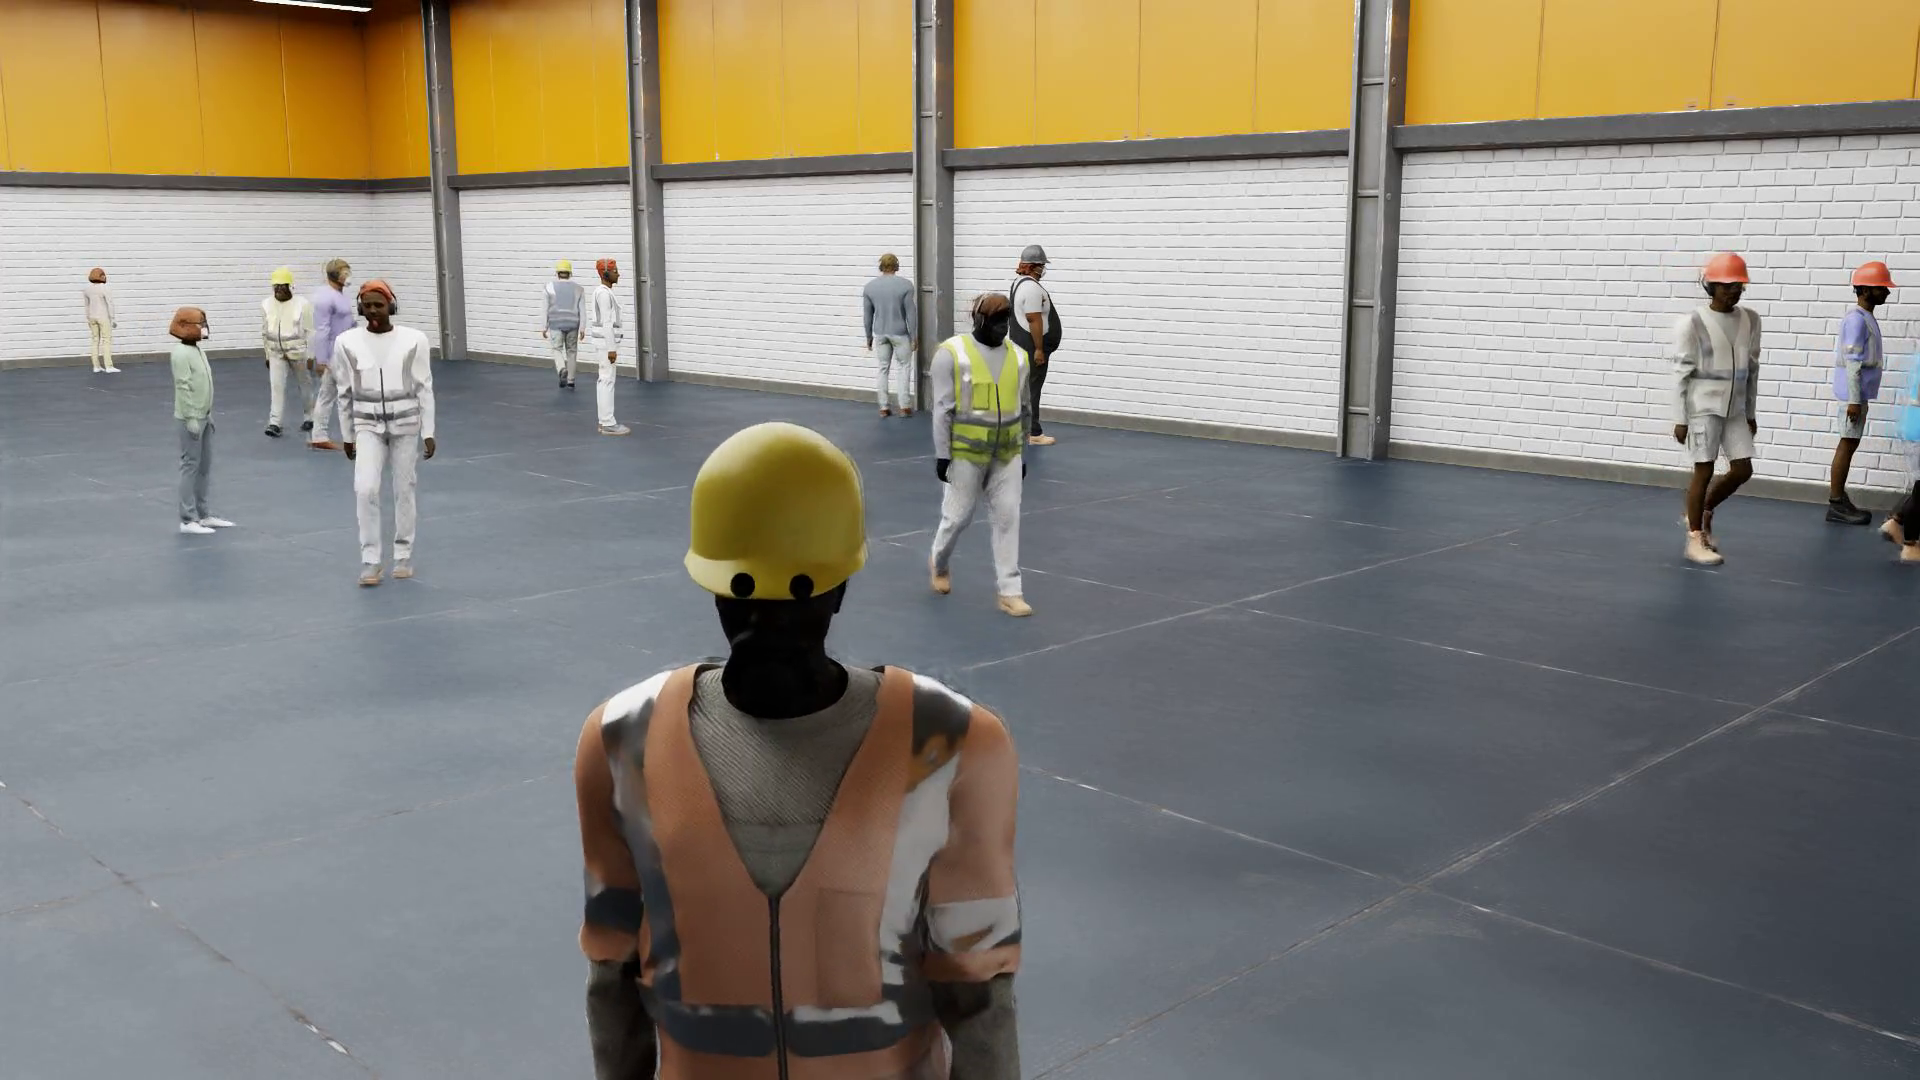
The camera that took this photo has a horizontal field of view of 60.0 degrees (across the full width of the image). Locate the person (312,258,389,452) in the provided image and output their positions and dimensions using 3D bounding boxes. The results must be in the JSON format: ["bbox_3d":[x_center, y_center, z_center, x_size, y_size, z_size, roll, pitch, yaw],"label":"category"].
[{"bbox_3d":[-5.987,-1.798,16.313,0.940,1.896,0.651,-1,10,-6],"label":"person"}]

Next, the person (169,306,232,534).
[{"bbox_3d":[-5.501,-0.866,11.979,0.264,1.632,0.504,-1,10,-8],"label":"person"}]

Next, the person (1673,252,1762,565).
[{"bbox_3d":[4.911,-0.847,10.804,0.636,2.026,0.450,-2,11,-12],"label":"person"}]

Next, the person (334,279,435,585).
[{"bbox_3d":[-3.508,-0.647,10.174,0.581,1.863,0.717,-3,11,-14],"label":"person"}]

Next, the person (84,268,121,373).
[{"bbox_3d":[-13.394,-3.418,25.915,0.498,1.631,0.269,3,11,16],"label":"person"}]

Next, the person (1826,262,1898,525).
[{"bbox_3d":[6.686,-1.087,12.356,0.358,1.937,0.549,6,12,31],"label":"person"}]

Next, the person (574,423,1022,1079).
[{"bbox_3d":[-0.215,0.809,2.110,0.588,1.907,0.561,0,10,1],"label":"person"}]

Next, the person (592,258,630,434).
[{"bbox_3d":[-3.781,-2.079,17.910,0.355,1.883,0.573,-3,11,-17],"label":"person"}]

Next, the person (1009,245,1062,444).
[{"bbox_3d":[0.777,-2.007,17.090,0.538,2.000,0.686,-3,11,-15],"label":"person"}]

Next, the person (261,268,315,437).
[{"bbox_3d":[-7.181,-2.005,17.782,0.616,1.782,0.922,0,10,1],"label":"person"}]

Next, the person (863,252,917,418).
[{"bbox_3d":[-0.810,-2.391,19.472,0.649,1.936,0.401,3,11,17],"label":"person"}]

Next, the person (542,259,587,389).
[{"bbox_3d":[-5.433,-2.957,22.885,0.602,1.810,0.613,-4,11,-21],"label":"person"}]

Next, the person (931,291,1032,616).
[{"bbox_3d":[0.123,-0.502,9.476,0.648,1.822,0.747,-5,11,-24],"label":"person"}]

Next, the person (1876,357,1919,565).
[{"bbox_3d":[6.278,-0.662,10.727,0.359,1.687,0.535,5,11,24],"label":"person"}]
